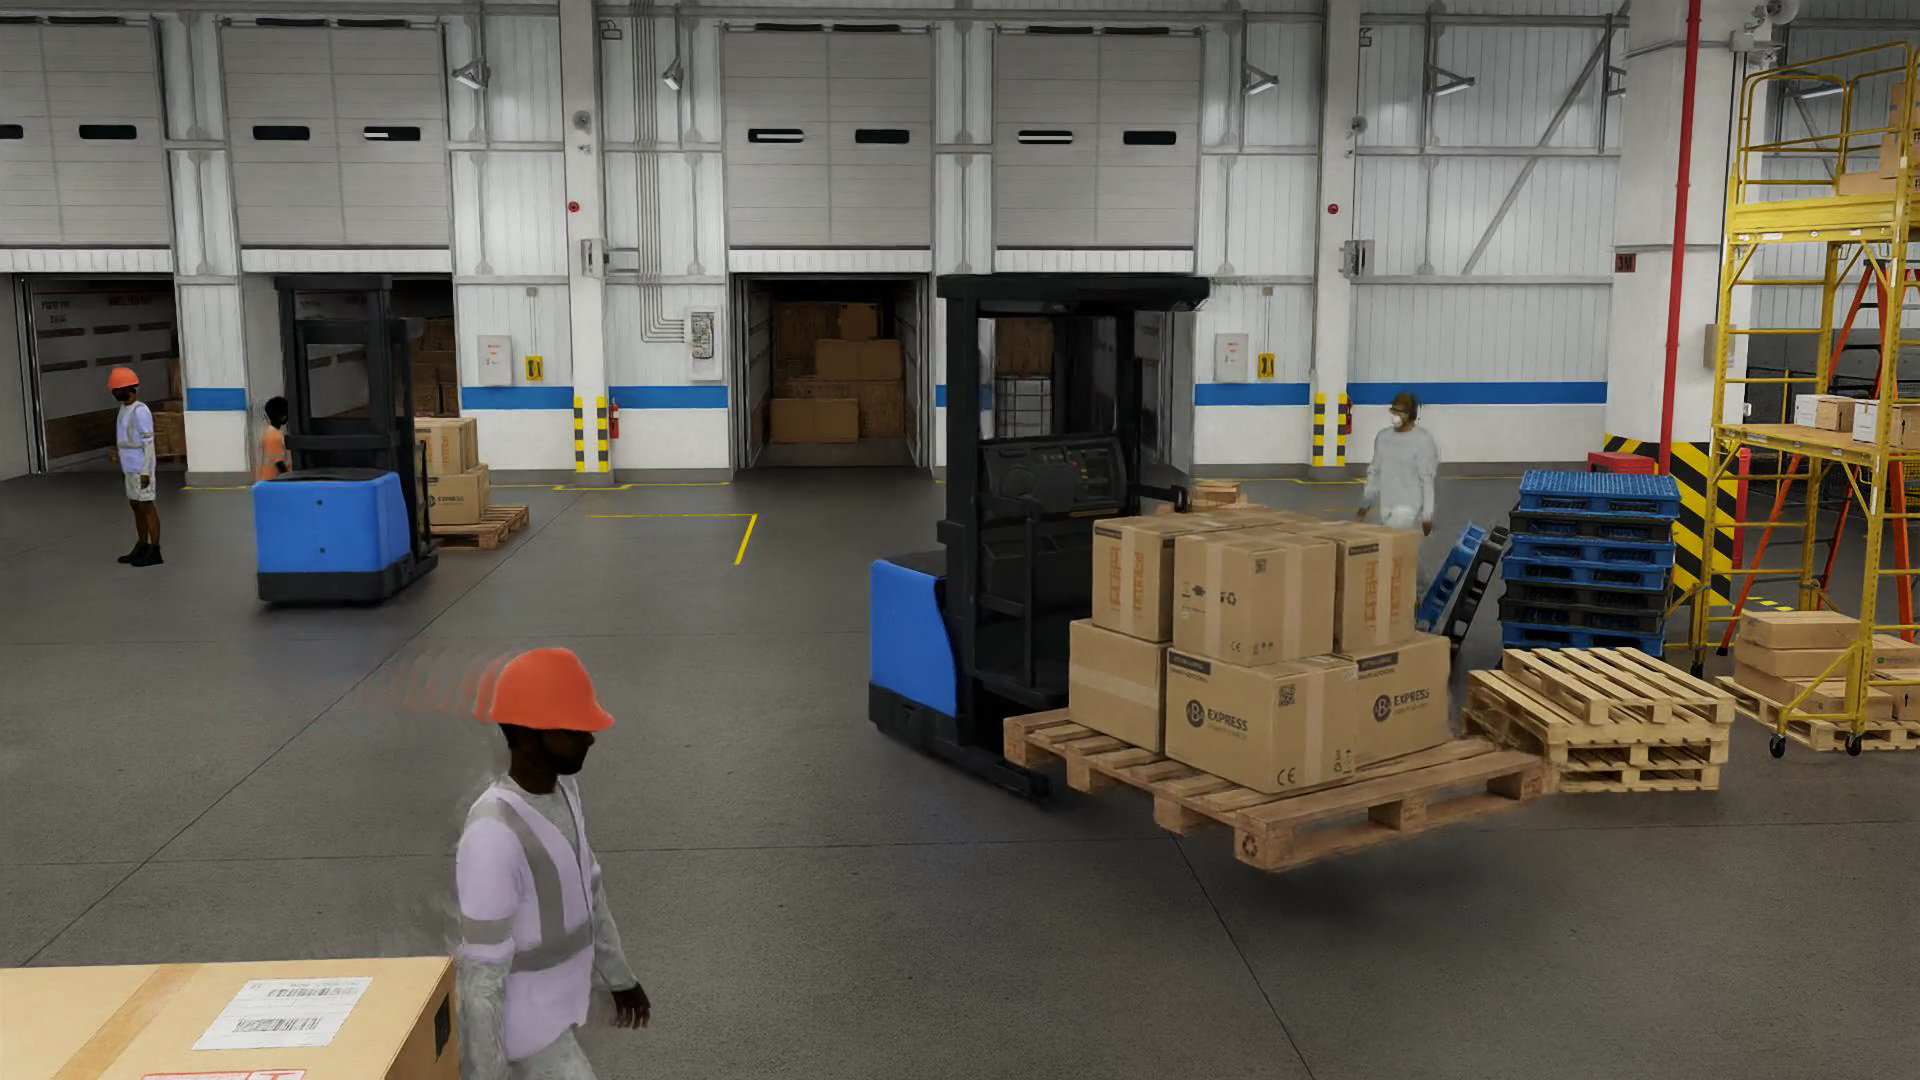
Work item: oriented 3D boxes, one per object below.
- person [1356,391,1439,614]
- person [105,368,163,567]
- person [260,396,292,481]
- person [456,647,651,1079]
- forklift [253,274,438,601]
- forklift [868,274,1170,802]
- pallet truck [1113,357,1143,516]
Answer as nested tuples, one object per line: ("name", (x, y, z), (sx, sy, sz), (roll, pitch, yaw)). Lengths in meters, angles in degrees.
("person", (3.597, -0.264, 13.497), (1.003, 1.901, 0.630), (-4, 10, -25))
("person", (-8.010, -0.701, 16.130), (0.547, 1.928, 0.385), (9, 12, 43))
("person", (-6.391, -0.521, 15.766), (0.426, 1.683, 0.553), (-2, 9, -10))
("person", (-0.968, 1.202, 4.270), (0.941, 1.891, 0.570), (0, 9, 0))
("forklift", (-5.494, -0.962, 14.785), (1.129, 2.768, 1.873), (-1, 9, -4))
("forklift", (0.336, -0.142, 9.636), (1.129, 2.768, 1.873), (-6, 11, -32))
("pallet truck", (2.088, -0.836, 16.757), (1.885, 1.965, 0.823), (2, 9, 13))
